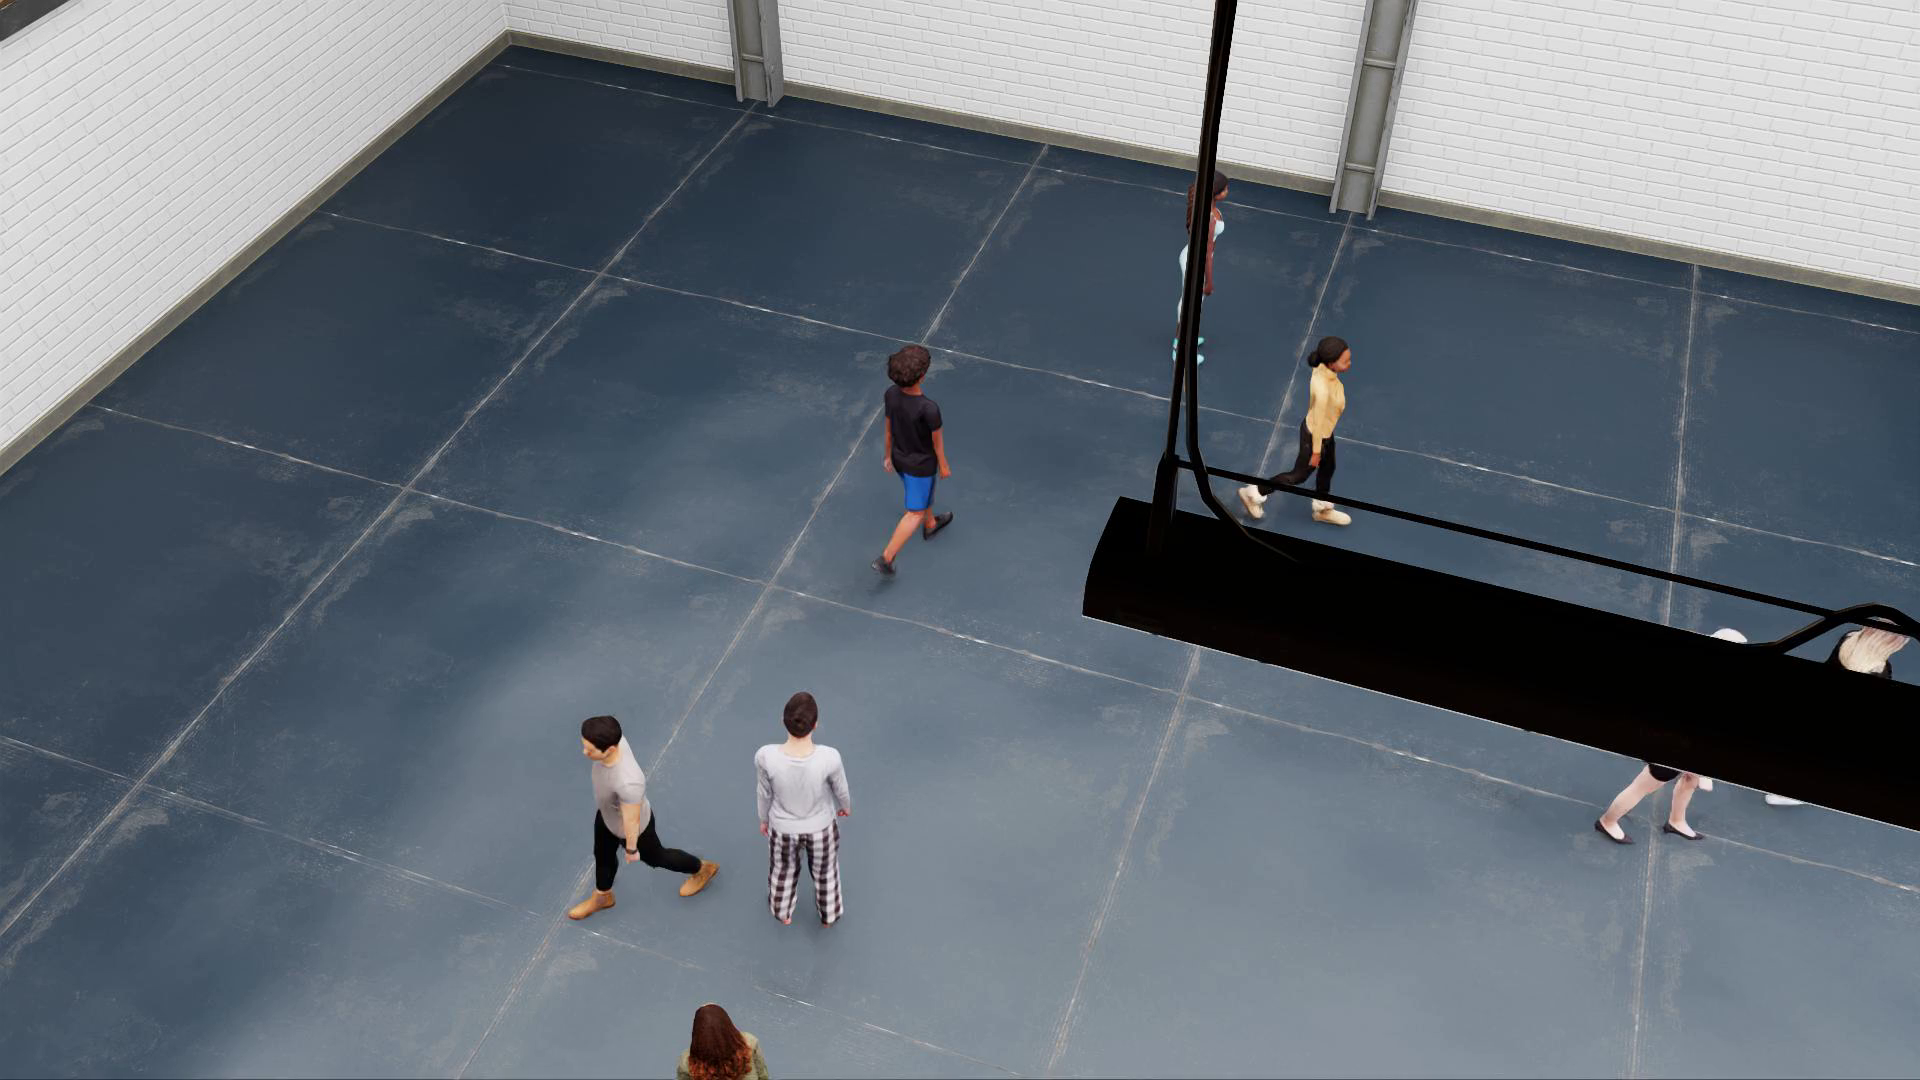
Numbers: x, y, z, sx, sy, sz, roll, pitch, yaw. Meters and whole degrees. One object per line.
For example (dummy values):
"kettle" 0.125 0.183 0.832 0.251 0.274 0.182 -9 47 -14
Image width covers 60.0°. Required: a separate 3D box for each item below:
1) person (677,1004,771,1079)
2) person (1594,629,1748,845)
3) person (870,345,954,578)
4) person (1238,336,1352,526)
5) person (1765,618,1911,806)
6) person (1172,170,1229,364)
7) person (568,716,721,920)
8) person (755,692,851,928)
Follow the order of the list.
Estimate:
"person" -1.132 2.770 8.131 0.680 1.468 0.738 -18 47 -18
"person" 4.032 1.167 9.567 0.859 1.809 0.618 17 46 17
"person" -0.359 -0.503 11.347 1.147 1.770 0.947 32 52 29
"person" 2.422 -0.745 11.701 1.081 1.633 0.676 10 45 10
"person" 5.057 1.056 9.785 0.793 1.668 0.745 -6 44 -7
"person" 1.863 -2.160 13.120 0.664 1.724 0.647 -4 44 -5
"person" -1.765 1.528 9.285 1.144 1.673 1.120 -20 47 -20
"person" -0.856 1.551 9.141 0.622 1.840 0.791 -2 44 -2
